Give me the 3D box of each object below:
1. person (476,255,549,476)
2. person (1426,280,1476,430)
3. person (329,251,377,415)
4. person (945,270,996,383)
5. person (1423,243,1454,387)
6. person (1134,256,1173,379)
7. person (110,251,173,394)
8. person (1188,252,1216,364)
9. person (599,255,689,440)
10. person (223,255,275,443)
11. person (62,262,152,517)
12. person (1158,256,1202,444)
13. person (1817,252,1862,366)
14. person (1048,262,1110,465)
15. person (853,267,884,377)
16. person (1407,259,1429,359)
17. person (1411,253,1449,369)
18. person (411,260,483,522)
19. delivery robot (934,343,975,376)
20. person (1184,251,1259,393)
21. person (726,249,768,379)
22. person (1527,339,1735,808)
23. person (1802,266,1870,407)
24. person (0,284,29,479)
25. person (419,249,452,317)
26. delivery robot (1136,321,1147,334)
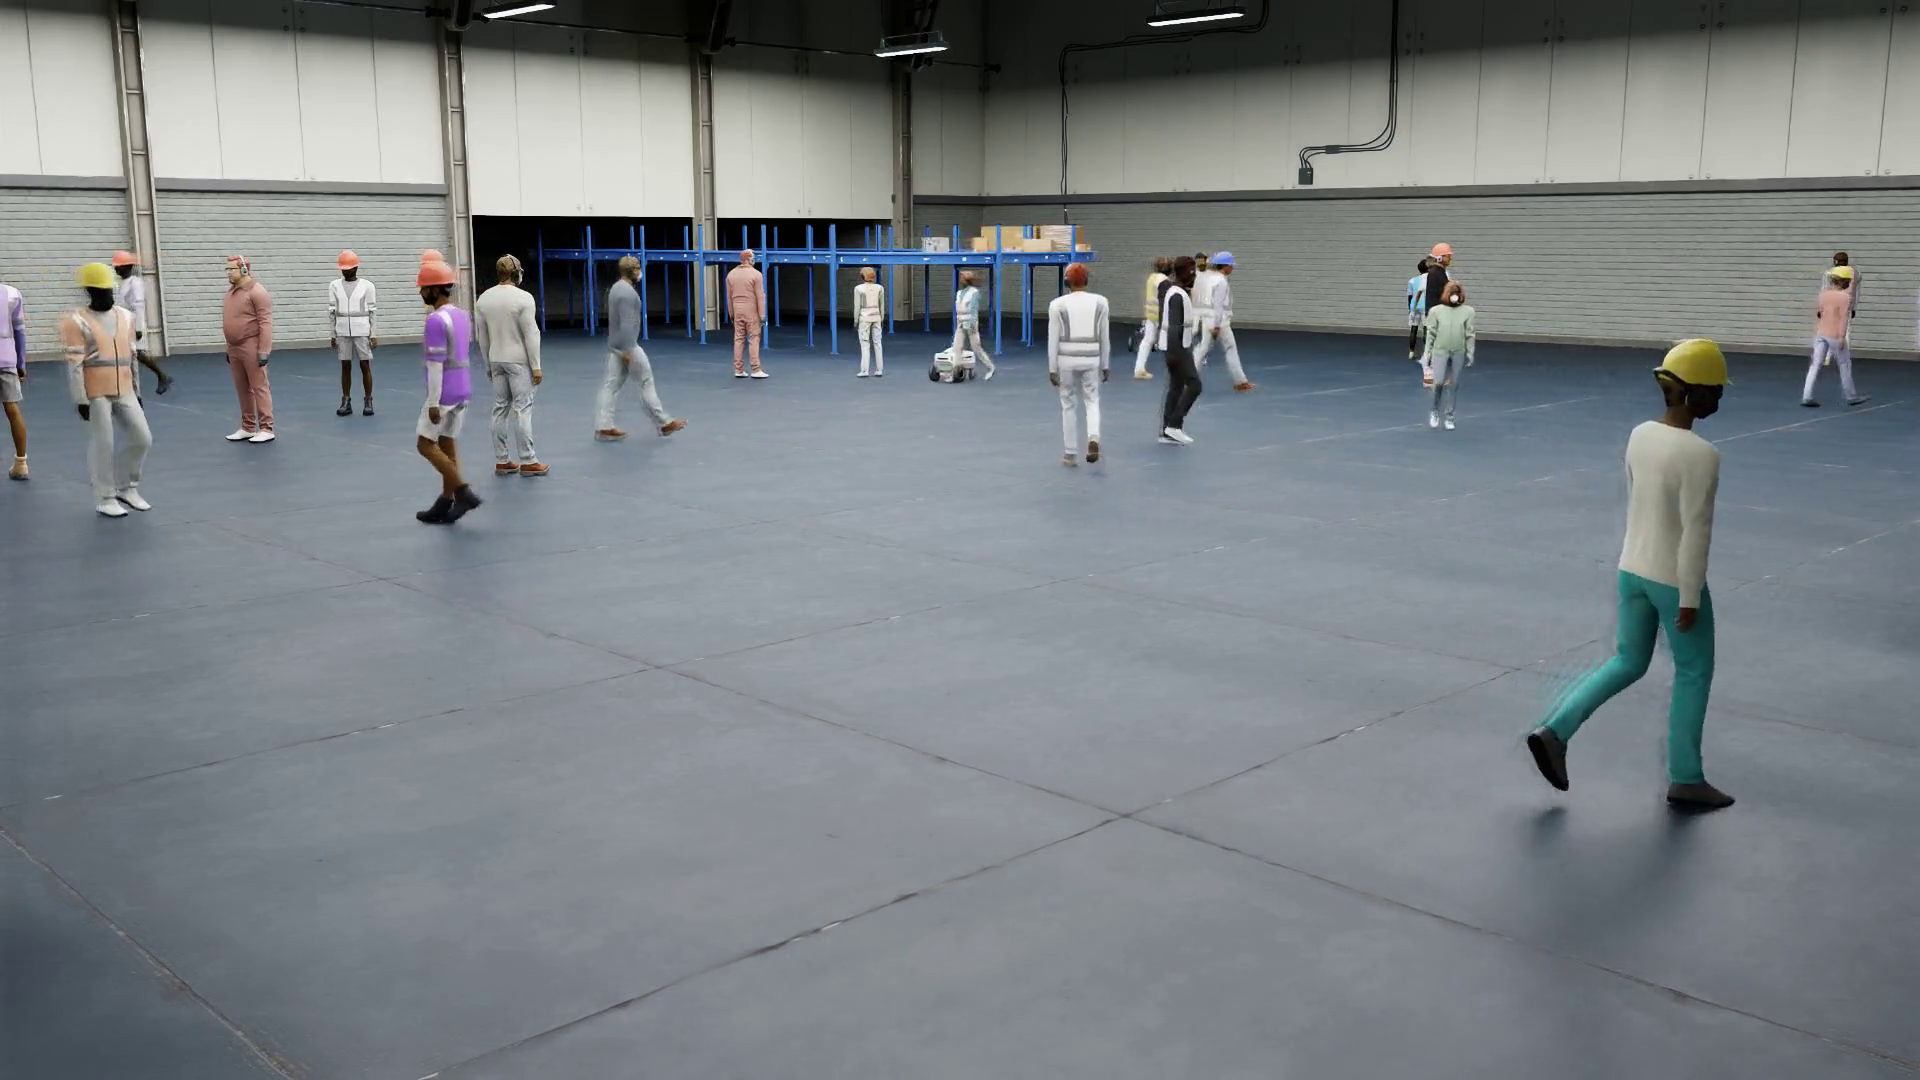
[{"bbox_3d":[-3.963,-1.543,14.719,0.627,1.941,0.371,5,11,25],"label":"person"},{"bbox_3d":[5.351,-2.012,18.141,0.500,1.618,0.429,1,10,7],"label":"person"},{"bbox_3d":[-7.176,-2.445,19.668,0.543,1.928,0.373,-1,10,-6],"label":"person"},{"bbox_3d":[0.157,-3.096,24.087,0.750,1.616,0.518,-8,13,-39],"label":"person"},{"bbox_3d":[6.722,-3.162,23.387,0.375,1.997,0.608,5,12,27],"label":"person"},{"bbox_3d":[3.012,-3.276,24.558,0.964,1.792,0.637,-3,11,-16],"label":"person"},{"bbox_3d":[-10.882,-2.841,21.867,0.557,1.915,0.812,8,13,38],"label":"person"},{"bbox_3d":[4.005,-3.868,27.690,0.508,1.843,0.714,1,10,8],"label":"person"},{"bbox_3d":[-3.340,-1.996,17.301,0.977,1.893,0.661,-5,11,-24],"label":"person"},{"bbox_3d":[-7.340,-1.958,17.071,0.652,1.906,0.404,7,12,33],"label":"person"},{"bbox_3d":[-6.386,-1.124,12.513,0.472,1.908,0.602,5,12,27],"label":"person"},{"bbox_3d":[2.264,-1.927,16.921,0.495,1.905,0.599,1,10,6],"label":"person"},{"bbox_3d":[14.305,-3.766,27.118,0.622,1.840,0.429,1,10,4],"label":"person"},{"bbox_3d":[1.095,-1.603,15.235,0.601,1.873,0.614,-1,10,-8],"label":"person"},{"bbox_3d":[-1.361,-3.260,24.908,0.523,1.636,0.310,-7,12,-32],"label":"person"},{"bbox_3d":[7.911,-3.941,28.457,0.540,1.696,0.316,8,13,36],"label":"person"},{"bbox_3d":[7.477,-3.639,26.470,0.549,1.819,0.968,10,14,43],"label":"person"},{"bbox_3d":[-3.798,-1.075,12.188,0.508,1.927,0.564,1,10,8],"label":"person"},{"bbox_3d":[-0.075,-2.648,24.385,0.477,0.478,0.707,6,12,29],"label":"delivery robot"},{"bbox_3d":[3.500,-2.934,22.452,1.020,1.898,0.606,-2,10,-8],"label":"person"},{"bbox_3d":[-3.144,-3.364,24.744,0.650,1.904,0.401,6,12,29],"label":"person"},{"bbox_3d":[2.523,0.134,6.131,0.724,1.749,0.527,-2,11,-12],"label":"person"},{"bbox_3d":[10.858,-2.504,20.544,0.861,1.728,0.542,-2,11,-12],"label":"person"},{"bbox_3d":[-8.366,-1.526,14.337,0.368,2.046,0.608,7,12,33],"label":"person"},{"bbox_3d":[-6.391,-2.579,20.369,0.376,1.939,0.547,-5,12,-25],"label":"person"},{"bbox_3d":[3.403,-3.936,30.697,0.335,0.223,0.698,3,11,15],"label":"delivery robot"}]
